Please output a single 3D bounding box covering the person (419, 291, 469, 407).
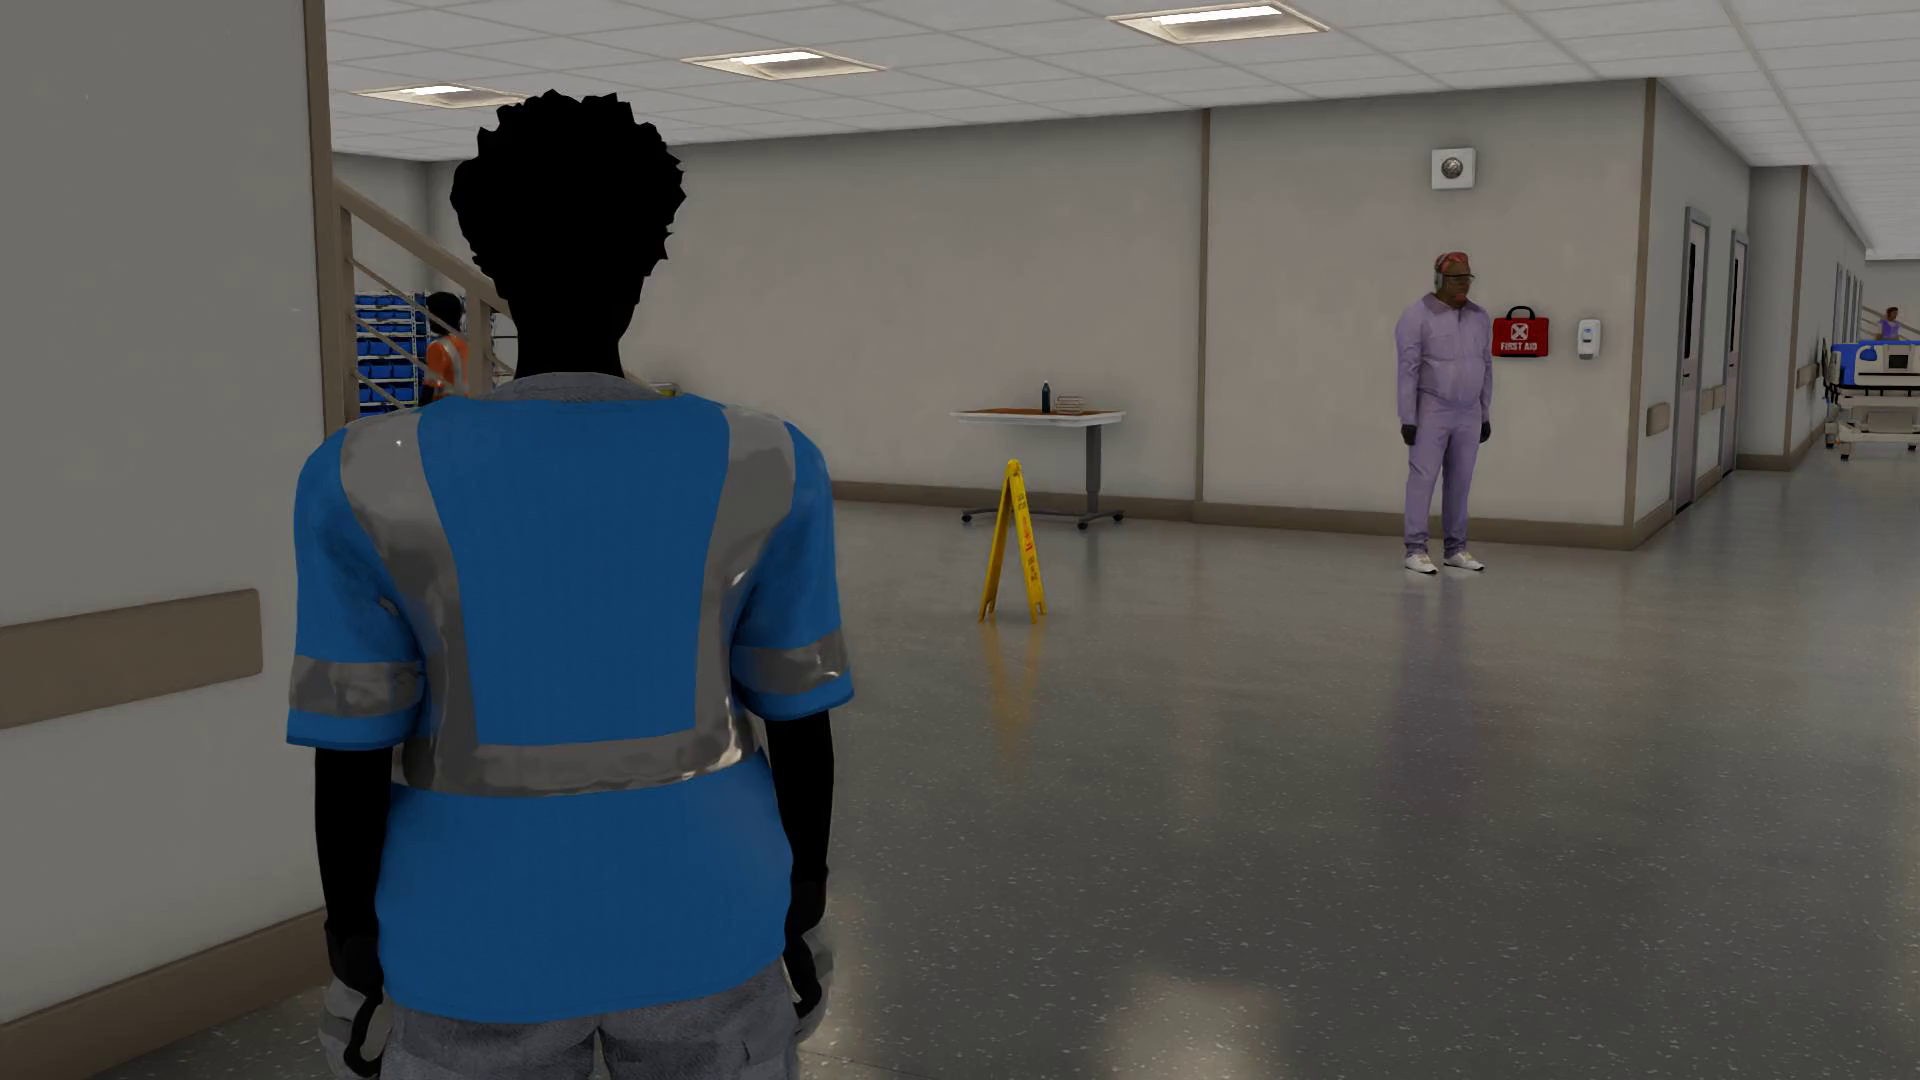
[{"bbox_3d":[-3.236,-0.740,10.608,0.424,1.677,0.549,1,7,5],"label":"person"}]

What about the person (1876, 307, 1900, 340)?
[{"bbox_3d":[19.688,-4.007,35.176,0.577,1.823,0.625,-3,8,-24],"label":"person"}]

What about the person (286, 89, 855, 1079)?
[{"bbox_3d":[-0.373,0.414,1.679,0.542,1.695,0.316,-2,8,-19],"label":"person"}]

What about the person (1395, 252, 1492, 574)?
[{"bbox_3d":[2.892,-0.748,9.870,0.631,1.899,0.402,-3,8,-20],"label":"person"}]
